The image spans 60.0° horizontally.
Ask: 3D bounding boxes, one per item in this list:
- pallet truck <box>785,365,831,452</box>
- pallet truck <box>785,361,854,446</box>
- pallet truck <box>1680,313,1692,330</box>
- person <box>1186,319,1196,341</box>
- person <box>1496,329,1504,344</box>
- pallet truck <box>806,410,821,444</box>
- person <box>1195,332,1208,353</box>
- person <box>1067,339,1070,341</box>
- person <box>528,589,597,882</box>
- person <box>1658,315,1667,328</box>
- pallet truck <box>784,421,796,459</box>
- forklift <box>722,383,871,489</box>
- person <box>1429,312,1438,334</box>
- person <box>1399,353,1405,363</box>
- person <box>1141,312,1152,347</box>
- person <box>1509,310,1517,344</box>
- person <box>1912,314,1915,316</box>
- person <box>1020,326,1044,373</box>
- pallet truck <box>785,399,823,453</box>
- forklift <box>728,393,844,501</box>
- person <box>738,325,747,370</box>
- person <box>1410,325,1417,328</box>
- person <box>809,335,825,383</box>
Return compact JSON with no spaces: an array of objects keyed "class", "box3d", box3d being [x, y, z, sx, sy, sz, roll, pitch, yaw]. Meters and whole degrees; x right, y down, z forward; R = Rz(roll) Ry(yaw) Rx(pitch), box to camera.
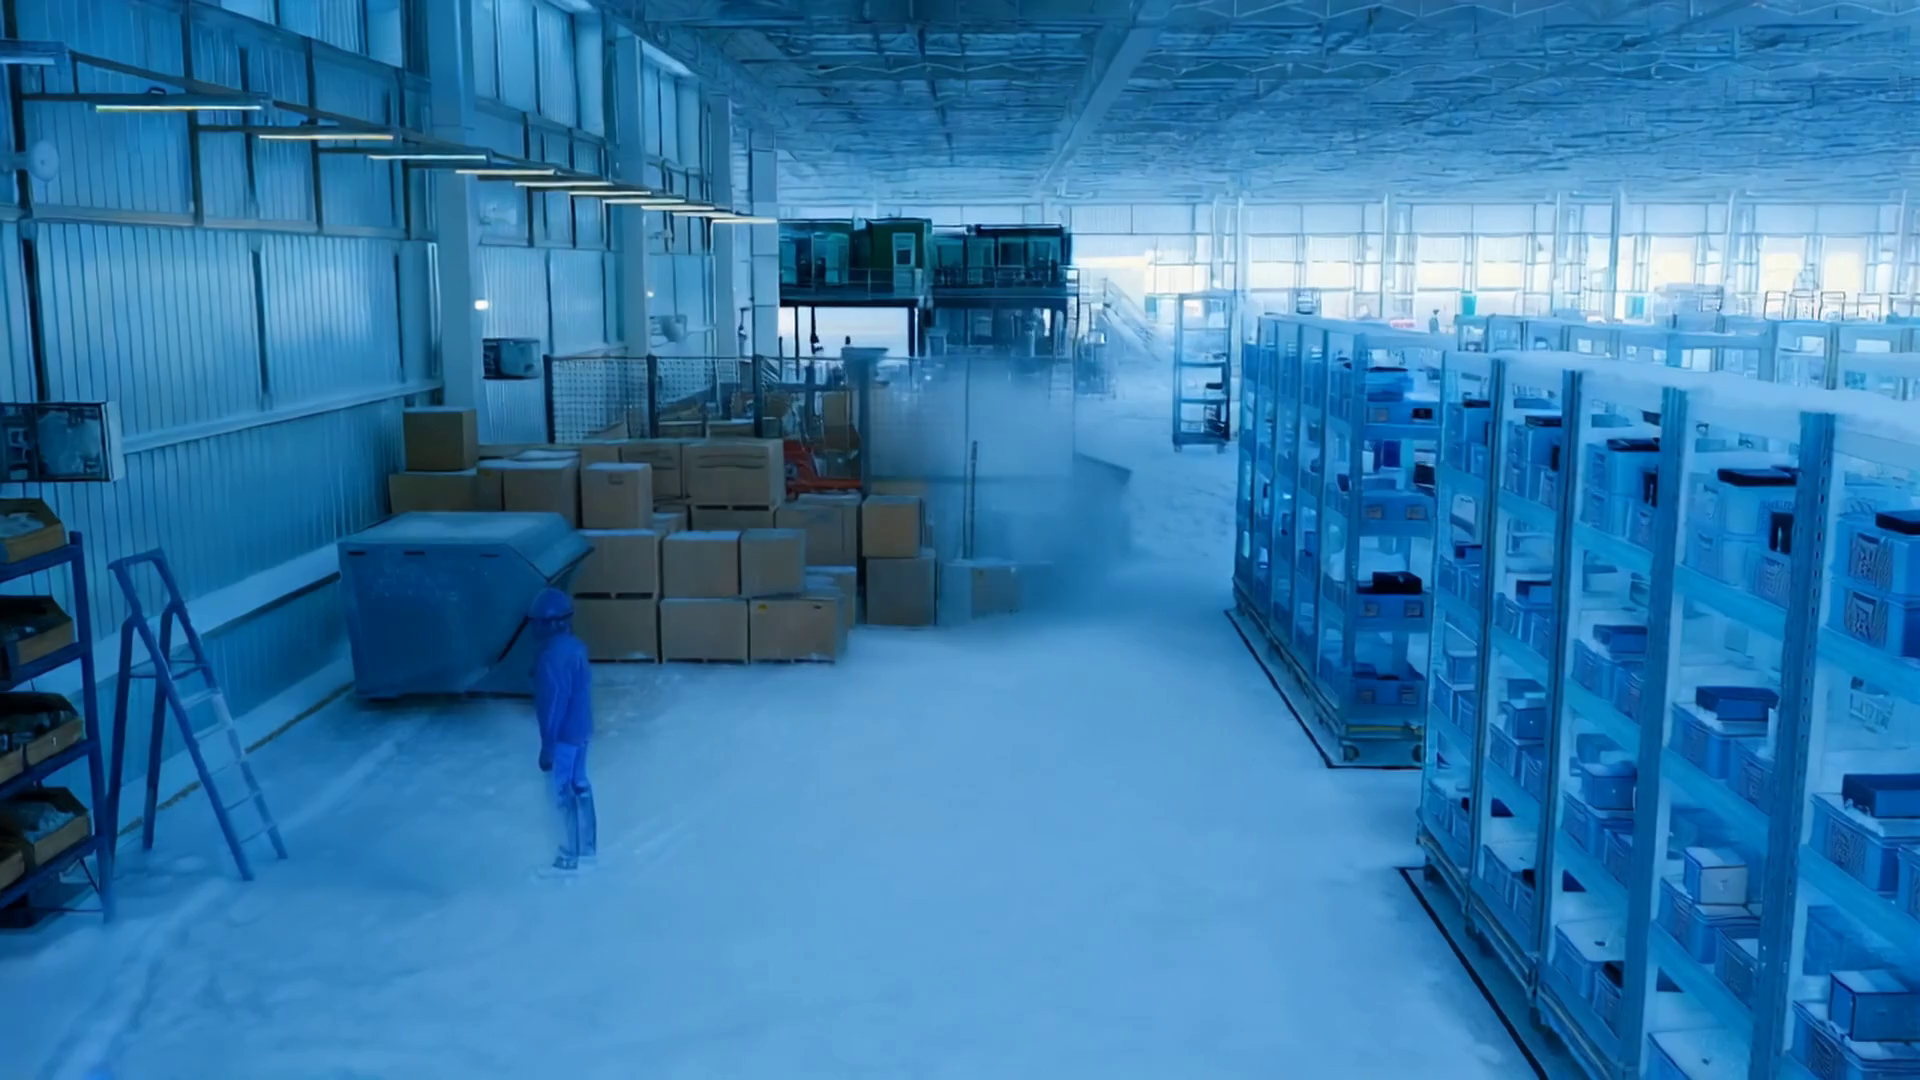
[{"class":"pallet truck","box3d":[-3.774,-2.976,37.635,1.885,1.965,0.823,1,9,5]},{"class":"pallet truck","box3d":[-3.410,-3.193,38.978,1.885,1.965,0.823,0,9,-1]},{"class":"pallet truck","box3d":[36.315,-10.531,84.244,0.823,1.965,1.885,-6,11,-33]},{"class":"person","box3d":[13.535,-12.585,97.152,0.999,1.927,0.706,-7,12,-37]},{"class":"person","box3d":[21.205,-7.478,65.636,0.545,1.921,0.660,5,10,26]},{"class":"pallet truck","box3d":[-3.559,-2.018,33.905,1.522,1.261,0.704,0,9,-1]},{"class":"person","box3d":[10.373,-8.481,71.495,0.517,2.026,0.637,-8,12,-41]},{"class":"person","box3d":[6.025,-12.232,95.767,0.850,1.653,0.552,-3,10,-16]},{"class":"person","box3d":[-2.701,1.309,11.259,0.400,1.986,0.608,1,9,7]},{"class":"person","box3d":[36.041,-10.631,85.416,0.973,1.837,0.529,-4,10,-23]},{"class":"pallet truck","box3d":[-4.013,-1.793,32.705,1.601,1.201,0.680,0,9,1]},{"class":"forklift","box3d":[-2.893,-1.687,28.729,2.680,1.987,1.157,0,9,-1]},{"class":"person","box3d":[25.745,-11.456,90.426,0.429,1.845,0.622,8,12,41]},{"class":"person","box3d":[11.951,-4.101,44.968,0.518,1.874,0.329,-4,10,-26]},{"class":"person","box3d":[9.995,-11.325,89.503,0.574,1.881,0.999,-5,10,-26]},{"class":"person","box3d":[30.007,-11.482,90.194,0.639,1.967,0.645,4,10,21]},{"class":"person","box3d":[53.087,-11.771,92.829,0.900,1.695,0.507,-7,12,-38]},{"class":"person","box3d":[2.841,-7.597,66.500,0.989,1.891,0.563,-2,9,-10]},{"class":"pallet truck","box3d":[-3.814,-2.432,36.419,1.630,1.274,0.653,0,9,1]},{"class":"forklift","box3d":[-2.979,-1.316,26.476,2.680,1.987,1.157,0,9,1]},{"class":"person","box3d":[-8.720,-7.650,66.696,0.383,1.924,0.589,-5,11,-29]},{"class":"person","box3d":[17.313,-7.229,63.739,0.538,2.000,0.684,0,9,0]},{"class":"person","box3d":[-5.013,-6.249,58.287,0.581,1.859,0.841,-5,10,-27]}]
